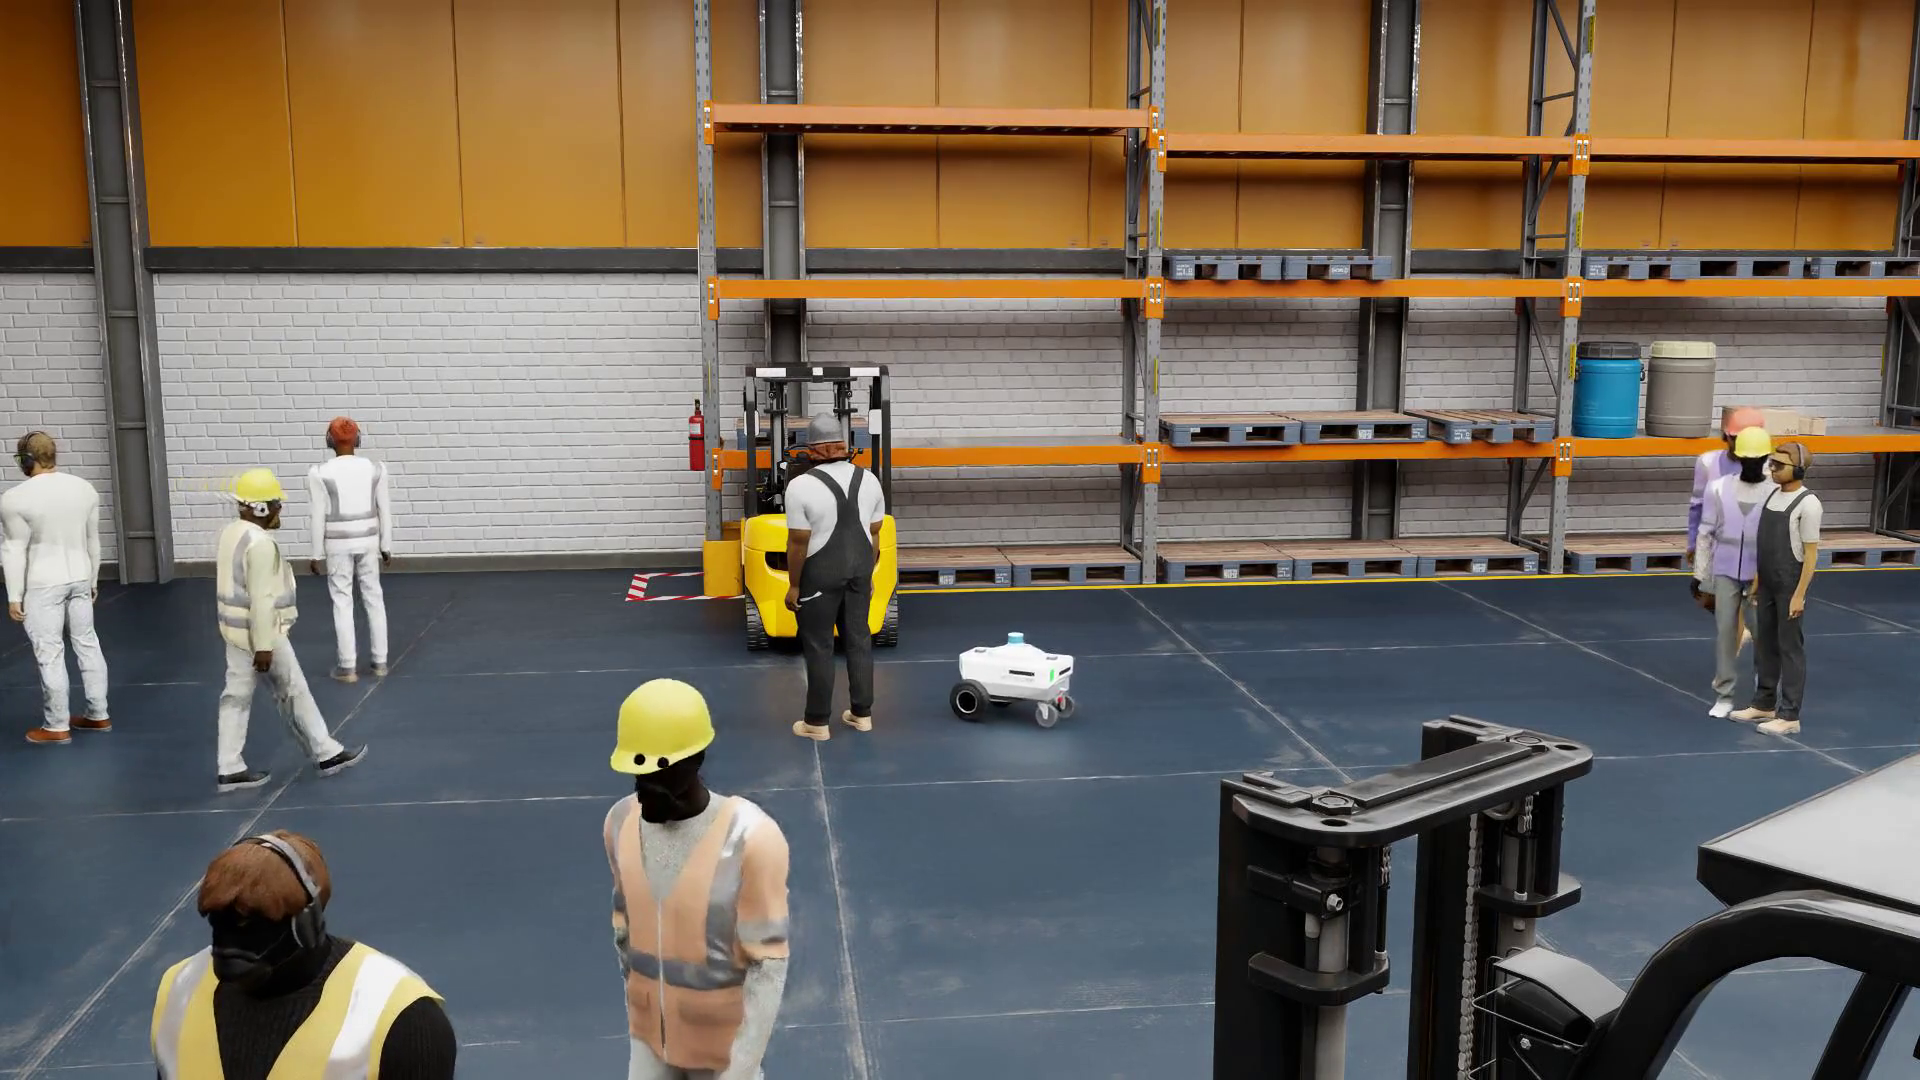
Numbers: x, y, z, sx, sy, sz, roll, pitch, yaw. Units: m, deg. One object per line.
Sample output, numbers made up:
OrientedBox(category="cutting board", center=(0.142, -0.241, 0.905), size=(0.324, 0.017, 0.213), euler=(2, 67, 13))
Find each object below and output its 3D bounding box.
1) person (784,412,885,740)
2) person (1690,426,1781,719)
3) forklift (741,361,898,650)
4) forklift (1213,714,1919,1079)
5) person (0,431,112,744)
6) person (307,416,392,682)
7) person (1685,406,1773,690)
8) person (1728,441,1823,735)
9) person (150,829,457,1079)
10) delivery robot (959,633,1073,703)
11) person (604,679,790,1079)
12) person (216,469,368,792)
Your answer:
OrientedBox(category="person", center=(-0.835, 0.215, 10.380), size=(0.683, 2.000, 0.536), euler=(-7, 11, -37))
OrientedBox(category="person", center=(5.133, 0.201, 10.868), size=(0.614, 1.911, 0.588), euler=(7, 11, 37))
OrientedBox(category="forklift", center=(-1.154, -0.340, 13.365), size=(1.214, 2.155, 2.313), euler=(-1, 9, -7))
OrientedBox(category="forklift", center=(1.441, 1.425, 2.350), size=(1.214, 2.155, 2.313), euler=(-7, 12, -39))
OrientedBox(category="person", center=(-5.588, 0.292, 10.269), size=(0.377, 1.931, 0.628), euler=(4, 10, 24))
OrientedBox(category="person", center=(-4.327, 0.061, 11.830), size=(0.583, 1.882, 0.337), euler=(-8, 12, -40))
OrientedBox(category="person", center=(5.468, 0.033, 11.662), size=(0.829, 1.998, 0.650), euler=(-7, 12, -38))
OrientedBox(category="person", center=(5.163, 0.298, 10.469), size=(0.345, 1.847, 0.508), euler=(-1, 9, -8))
OrientedBox(category="person", center=(-1.302, 1.455, 3.265), size=(0.634, 1.839, 0.429), euler=(2, 9, 10))
OrientedBox(category="delivery robot", center=(0.365, 0.844, 10.759), size=(0.707, 0.478, 0.477), euler=(4, 10, 28))
OrientedBox(category="person", center=(-0.634, 1.264, 4.365), size=(0.601, 1.901, 0.664), euler=(5, 10, 30))
OrientedBox(category="person", center=(-3.835, 0.492, 9.399), size=(0.873, 1.792, 0.626), euler=(-8, 12, -42))
